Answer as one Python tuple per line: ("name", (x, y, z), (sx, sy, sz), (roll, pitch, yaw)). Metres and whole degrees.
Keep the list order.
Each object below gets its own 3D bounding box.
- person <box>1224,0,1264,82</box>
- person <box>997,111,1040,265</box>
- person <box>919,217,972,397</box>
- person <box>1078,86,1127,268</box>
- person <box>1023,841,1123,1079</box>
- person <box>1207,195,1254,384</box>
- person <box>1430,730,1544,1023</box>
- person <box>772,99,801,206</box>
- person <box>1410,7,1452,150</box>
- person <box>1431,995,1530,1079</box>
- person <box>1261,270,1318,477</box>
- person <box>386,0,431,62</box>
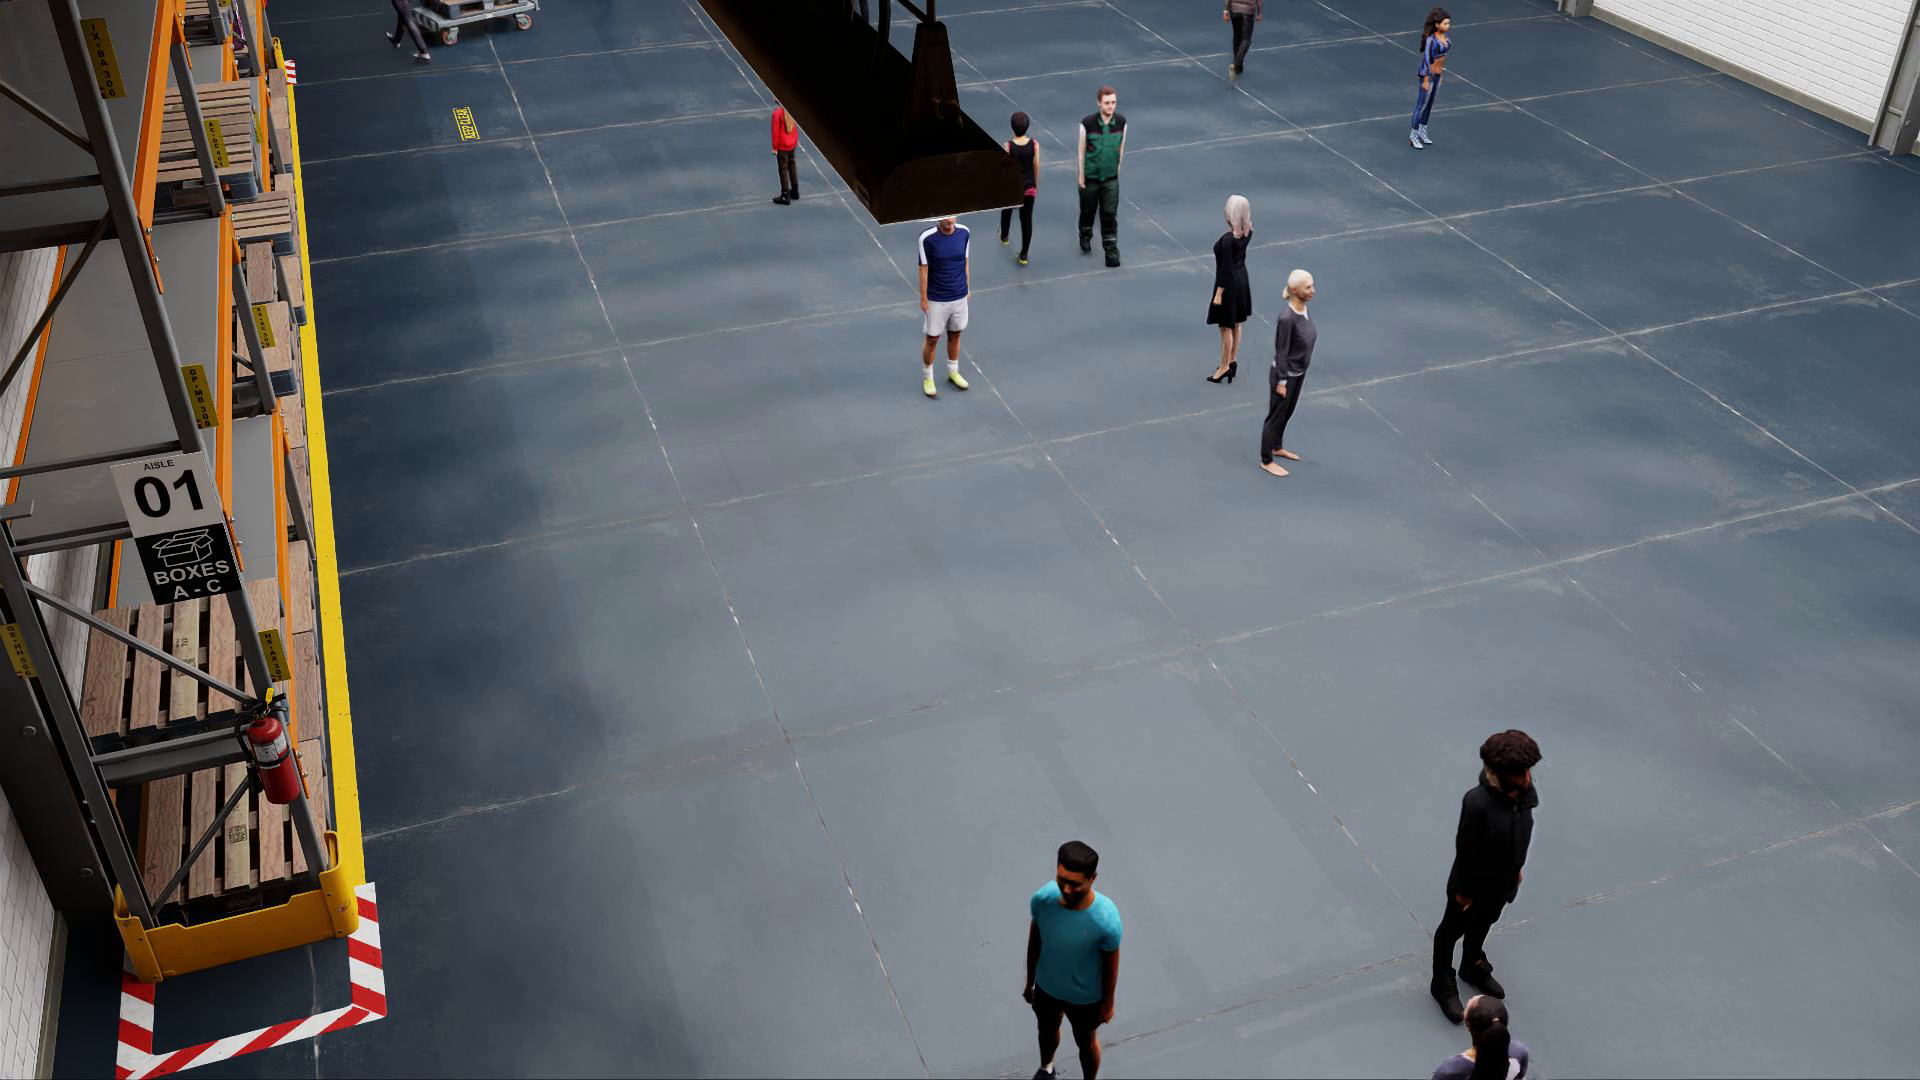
("person", (3.650, -6.826, 21.560), (1.039, 1.750, 1.111), (5, 34, 8))
("person", (0.616, -3.527, 16.804), (0.678, 1.520, 0.994), (-6, 34, -8))
("person", (-0.127, -2.144, 14.438), (0.654, 1.836, 0.565), (-16, 37, -22))
("person", (1.376, -3.696, 16.815), (0.807, 1.790, 1.197), (-5, 34, -7))
("person", (0.542, 2.133, 8.063), (0.663, 1.771, 0.743), (18, 38, 25))
("person", (2.368, -2.202, 14.606), (0.739, 1.747, 0.702), (21, 39, 28))
("person", (2.738, 1.718, 8.678), (0.647, 1.781, 0.642), (-16, 37, -23))
("person", (-1.912, -4.334, 18.233), (0.623, 1.282, 0.577), (20, 39, 27))
("person", (5.547, -5.447, 19.609), (0.684, 1.614, 0.686), (-29, 43, -36))
("person", (2.276, 2.674, 7.366), (0.616, 1.642, 0.574), (-9, 35, -13))
("person", (2.641, -1.379, 13.387), (0.722, 1.725, 0.682), (18, 38, 25))
("person", (-7.419, -7.293, 22.245), (1.325, 1.769, 1.164), (21, 39, 28))
